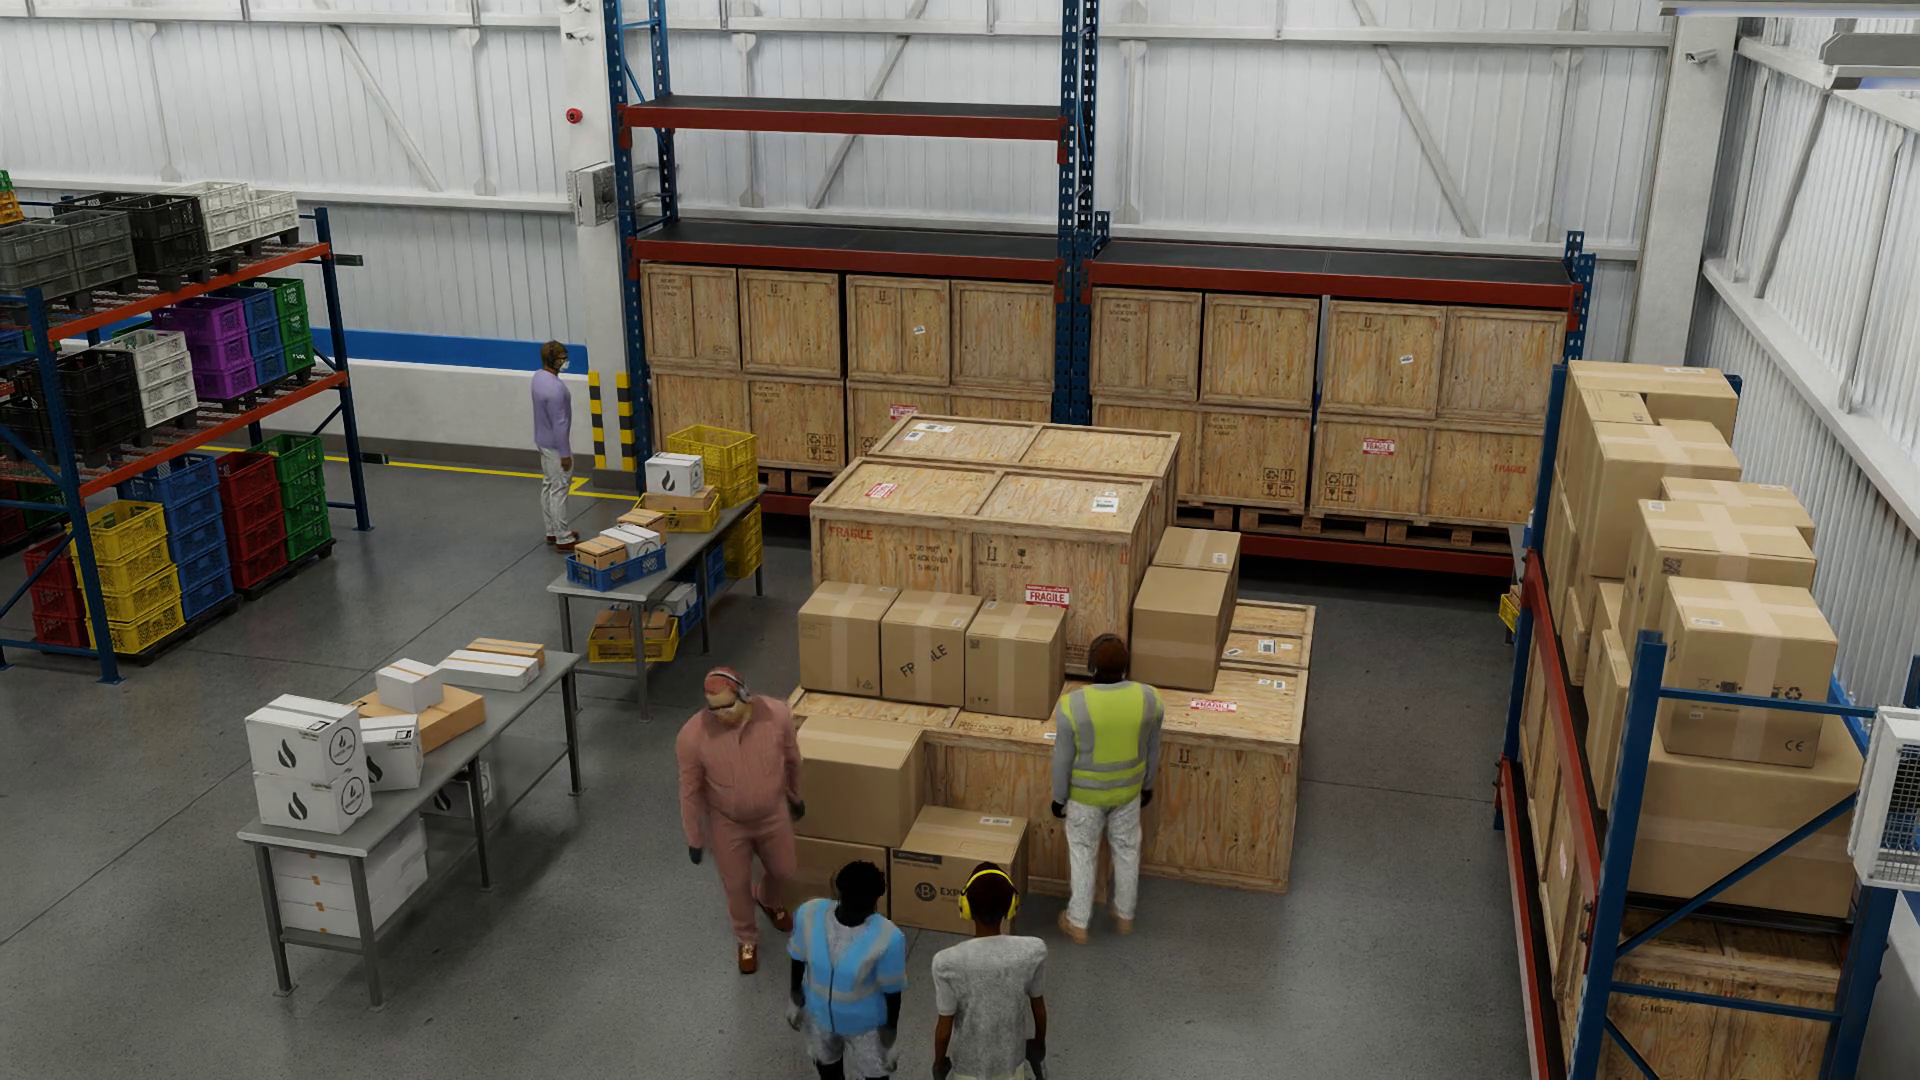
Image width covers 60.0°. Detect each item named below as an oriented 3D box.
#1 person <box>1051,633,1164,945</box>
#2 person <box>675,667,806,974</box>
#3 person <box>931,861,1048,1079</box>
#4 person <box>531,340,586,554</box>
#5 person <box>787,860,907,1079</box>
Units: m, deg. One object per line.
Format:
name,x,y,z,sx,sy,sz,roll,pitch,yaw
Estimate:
person,0.797,1.375,9.229,0.631,1.842,0.427,-6,22,-14
person,-1.181,1.460,8.979,0.702,1.863,0.632,-8,22,-20
person,0.118,2.204,7.020,0.532,1.868,0.310,-6,22,-15
person,-3.615,-0.841,14.899,0.378,1.934,0.629,-10,23,-25
person,-0.484,2.140,7.470,0.605,1.669,0.333,9,23,21
